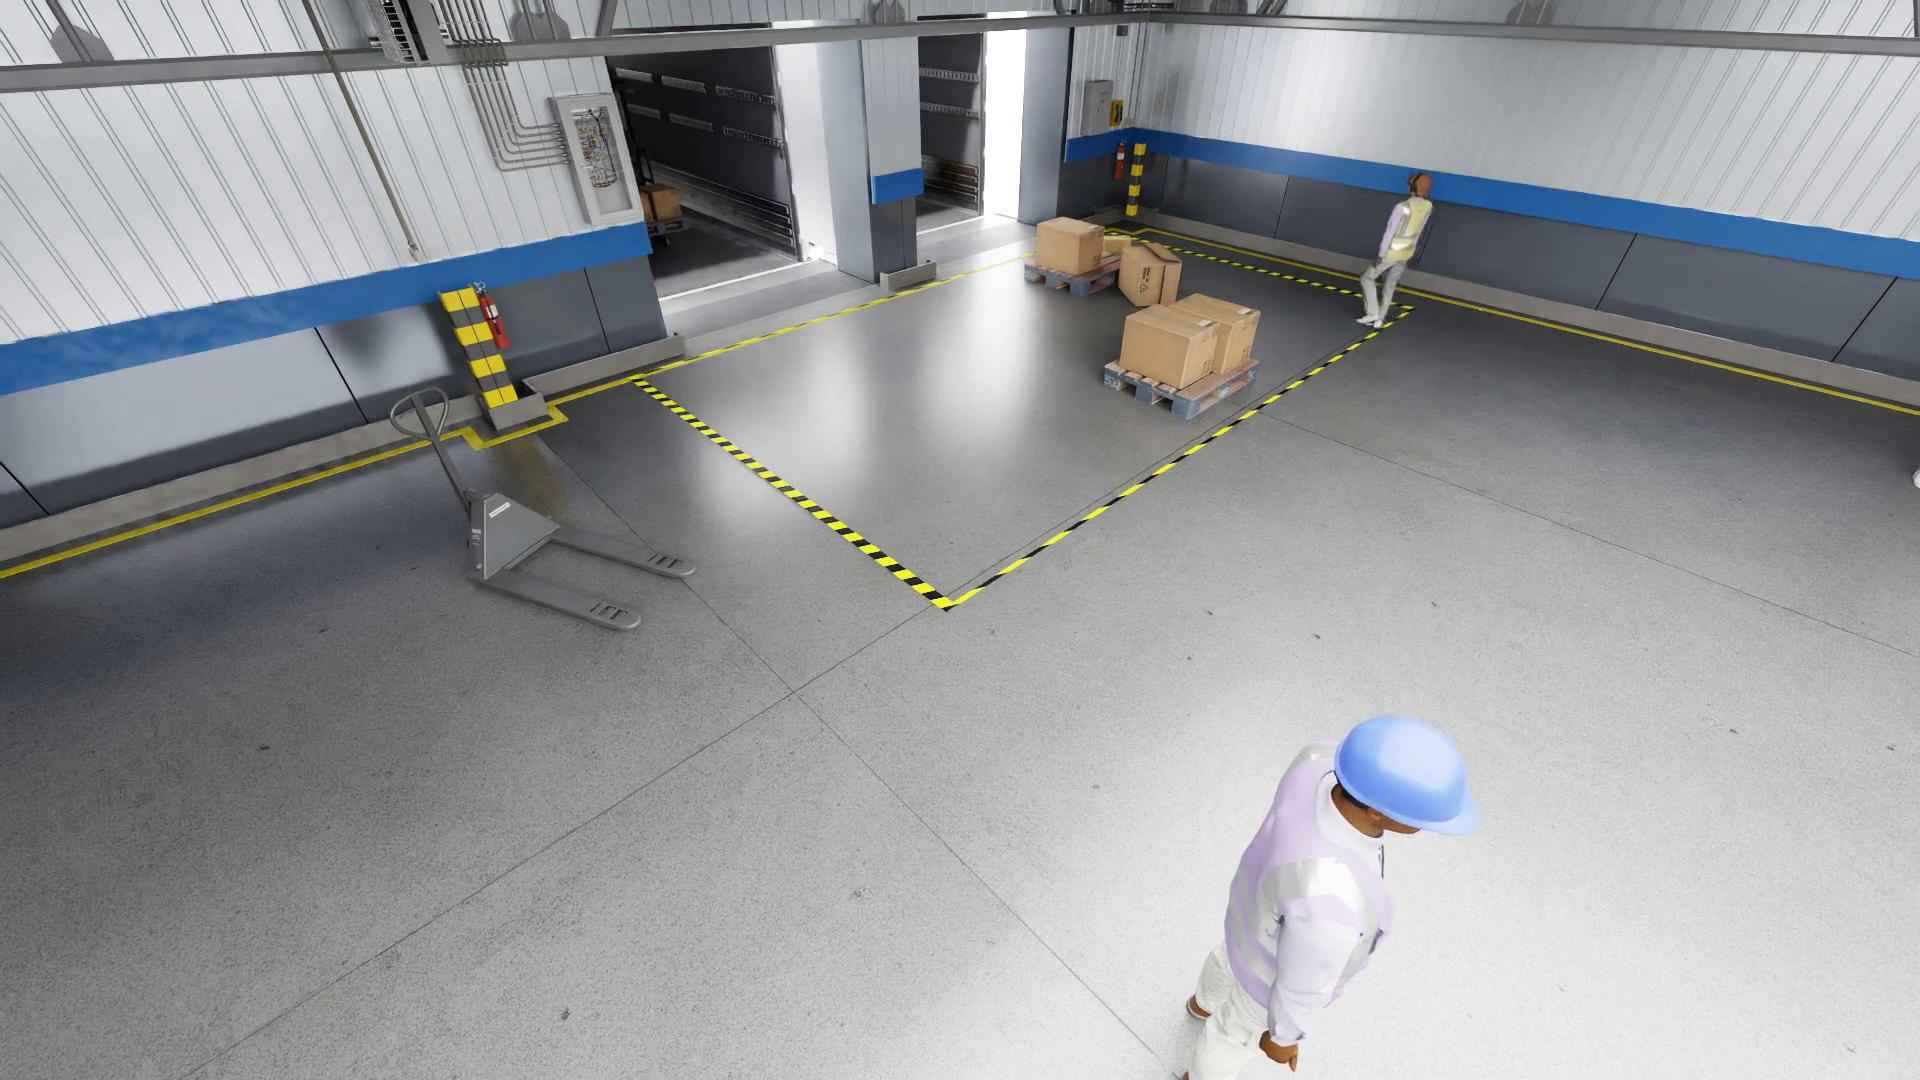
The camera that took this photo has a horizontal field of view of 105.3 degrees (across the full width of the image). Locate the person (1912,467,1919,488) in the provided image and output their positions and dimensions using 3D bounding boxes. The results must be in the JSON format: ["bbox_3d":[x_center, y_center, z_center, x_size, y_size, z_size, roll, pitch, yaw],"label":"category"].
[{"bbox_3d":[7.816,-1.108,5.294,0.485,1.744,0.294,14,40,17],"label":"person"}]

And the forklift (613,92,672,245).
[{"bbox_3d":[-5.160,-5.381,10.581,0.716,2.013,0.776,-31,47,-33],"label":"forklift"}]

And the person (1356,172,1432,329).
[{"bbox_3d":[4.700,-3.099,7.961,0.520,1.625,0.372,-12,39,-16],"label":"person"}]

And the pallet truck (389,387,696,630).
[{"bbox_3d":[-2.613,-0.247,4.593,1.601,1.201,0.680,14,40,17],"label":"pallet truck"}]

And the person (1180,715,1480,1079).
[{"bbox_3d":[0.968,1.179,2.167,0.386,1.946,0.613,14,40,17],"label":"person"}]
